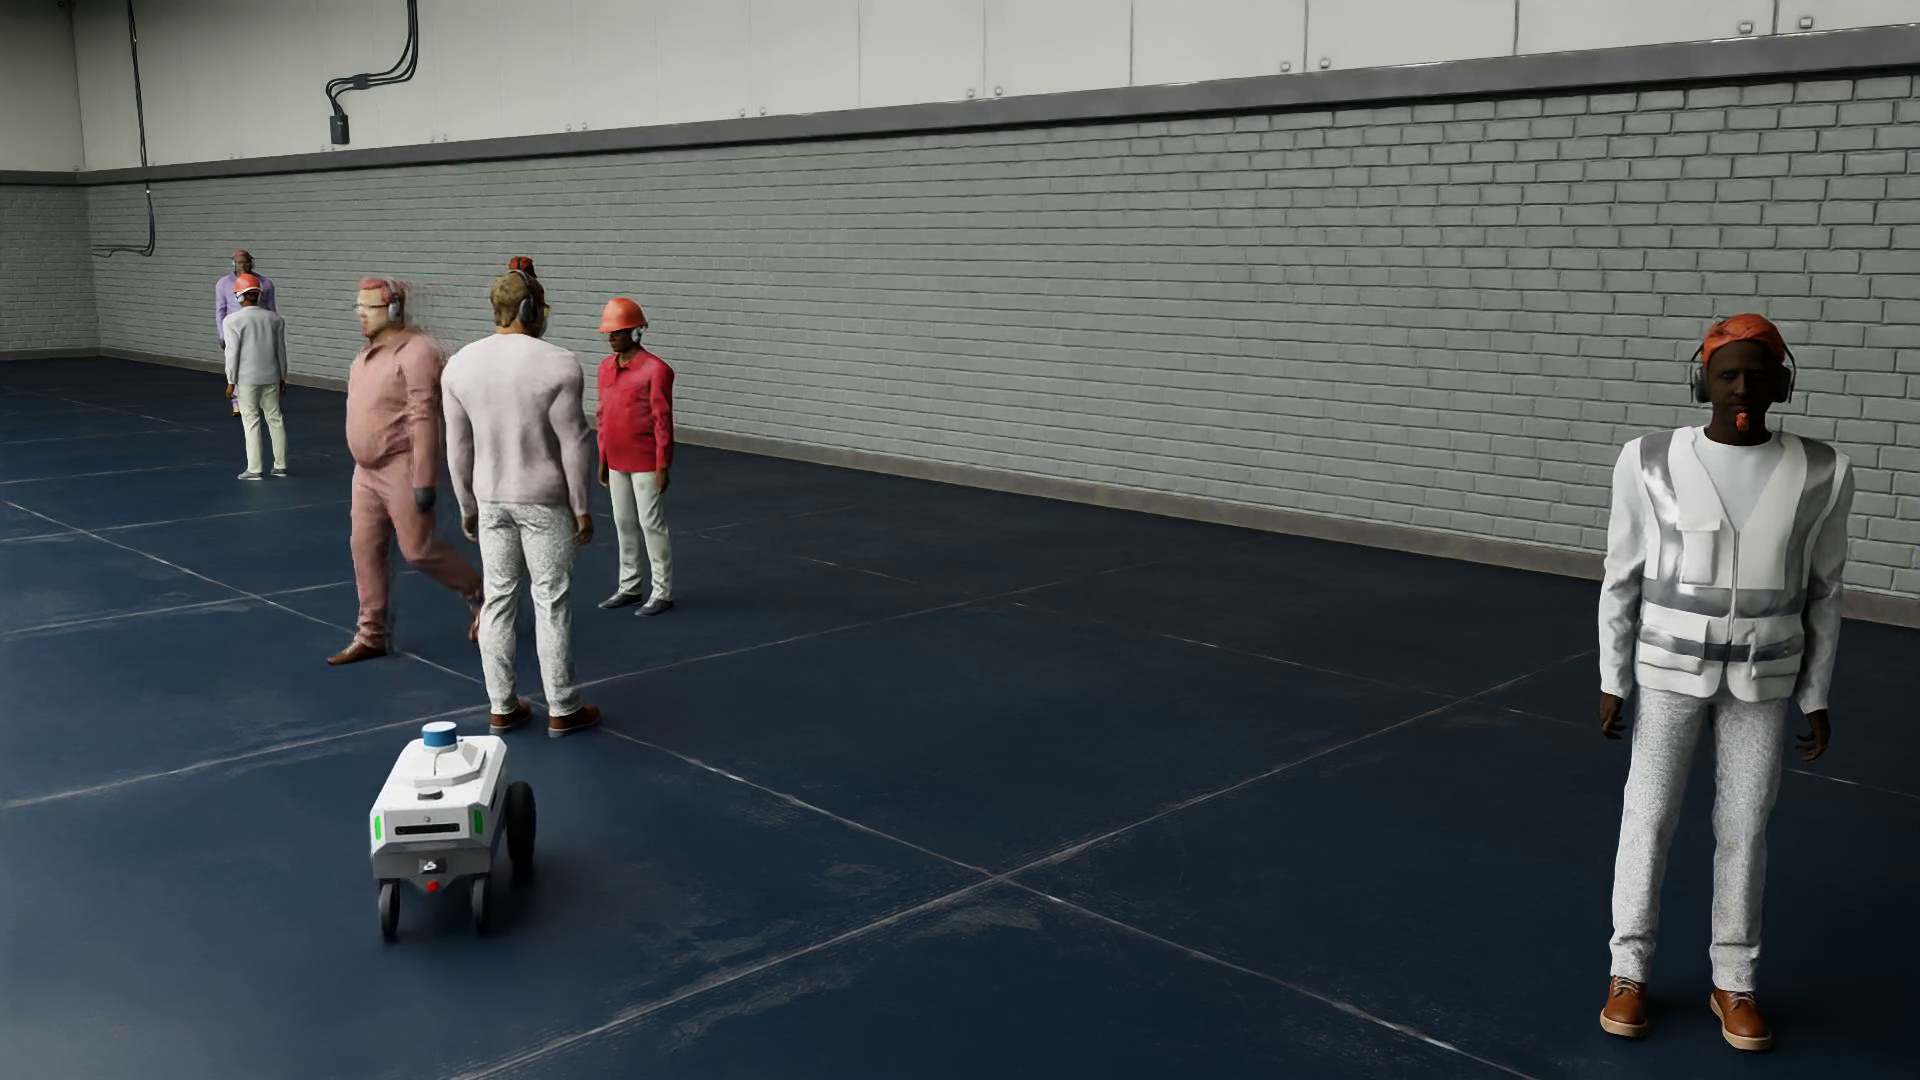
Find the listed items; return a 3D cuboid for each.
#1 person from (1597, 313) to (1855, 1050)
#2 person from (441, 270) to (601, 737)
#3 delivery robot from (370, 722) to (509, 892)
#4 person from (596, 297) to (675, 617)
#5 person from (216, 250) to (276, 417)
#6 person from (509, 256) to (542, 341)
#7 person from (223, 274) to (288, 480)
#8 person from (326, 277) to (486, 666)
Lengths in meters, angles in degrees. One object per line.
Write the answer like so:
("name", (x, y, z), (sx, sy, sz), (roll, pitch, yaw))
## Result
("person", (1.935, 0.368, 4.268), (0.574, 1.883, 0.355), (3, 11, 14))
("person", (-1.808, -0.139, 6.894), (0.627, 1.936, 0.374), (3, 11, 14))
("delivery robot", (-1.617, 0.814, 5.206), (0.477, 0.478, 0.707), (-2, 11, -9))
("person", (-1.807, -0.452, 9.124), (0.571, 1.743, 0.353), (8, 13, 39))
("person", (-8.186, -2.370, 19.136), (0.649, 1.906, 0.401), (-5, 12, -27))
("person", (-3.998, -1.655, 15.301), (0.356, 1.882, 0.574), (-1, 10, -6))
("person", (-6.031, -1.392, 14.219), (0.342, 1.748, 0.573), (7, 13, 34))
("person", (-2.725, -0.347, 8.178), (0.654, 1.884, 0.799), (8, 13, 38))
